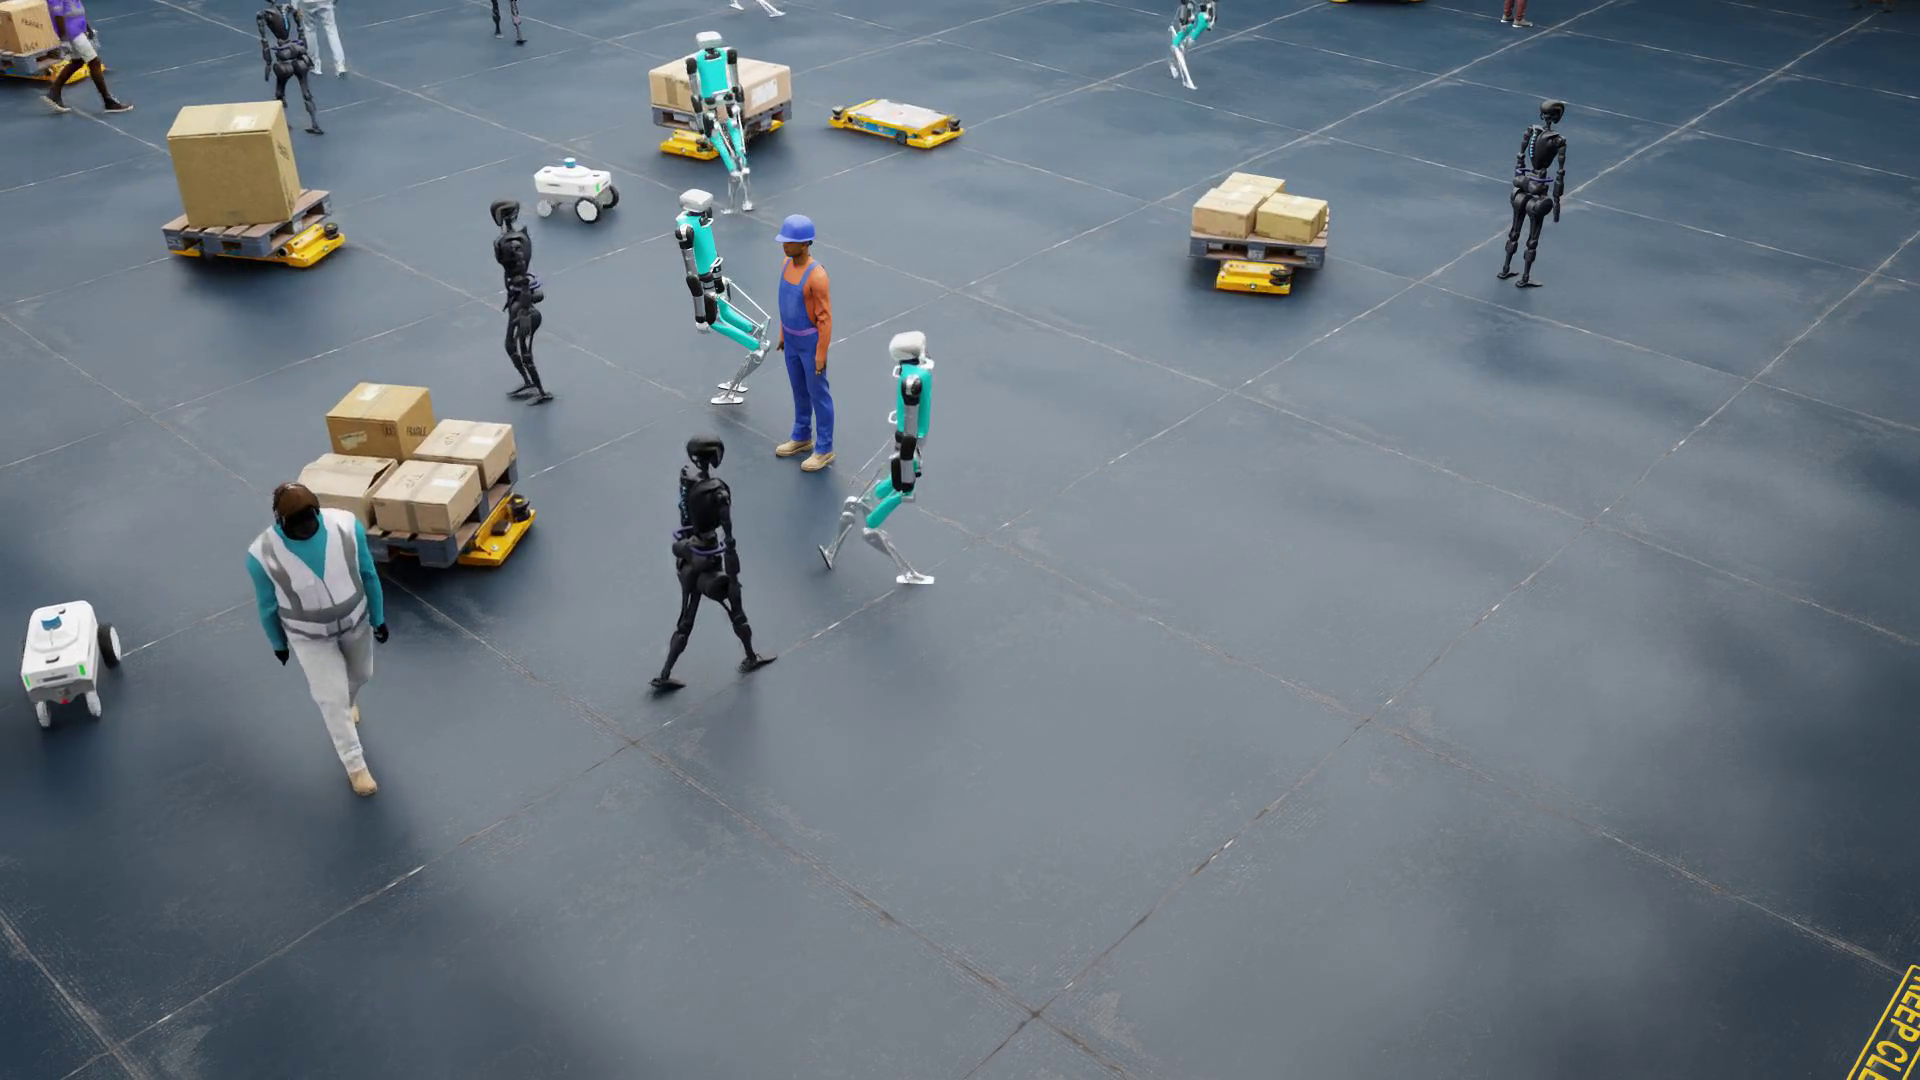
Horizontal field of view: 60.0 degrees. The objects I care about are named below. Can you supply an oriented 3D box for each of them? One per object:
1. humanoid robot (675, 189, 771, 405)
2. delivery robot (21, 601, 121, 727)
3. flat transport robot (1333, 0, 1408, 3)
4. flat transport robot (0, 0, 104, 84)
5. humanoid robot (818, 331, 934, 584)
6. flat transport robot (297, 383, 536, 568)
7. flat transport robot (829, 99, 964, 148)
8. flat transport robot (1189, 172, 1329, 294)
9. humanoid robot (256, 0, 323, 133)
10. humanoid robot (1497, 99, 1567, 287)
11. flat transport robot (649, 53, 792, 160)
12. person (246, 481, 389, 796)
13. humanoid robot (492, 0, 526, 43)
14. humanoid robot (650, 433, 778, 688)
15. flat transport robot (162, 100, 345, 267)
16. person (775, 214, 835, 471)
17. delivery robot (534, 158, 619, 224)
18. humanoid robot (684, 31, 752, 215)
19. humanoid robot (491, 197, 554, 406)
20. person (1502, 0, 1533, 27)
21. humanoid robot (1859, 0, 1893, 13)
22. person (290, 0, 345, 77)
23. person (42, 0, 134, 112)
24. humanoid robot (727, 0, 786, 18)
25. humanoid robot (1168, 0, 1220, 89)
[{"bbox_3d":[-1.718,-1.811,12.552,0.735,1.677,0.533,6,32,9],"label":"humanoid robot"},{"bbox_3d":[-5.271,0.680,9.775,0.499,0.581,0.774,-11,34,-18],"label":"delivery robot"},{"bbox_3d":[5.985,-7.919,23.905,1.431,0.231,0.659,-3,32,-4],"label":"flat transport robot"},{"bbox_3d":[-11.455,-5.900,20.655,1.431,0.231,0.659,10,33,15],"label":"flat transport robot"},{"bbox_3d":[-0.607,-0.478,10.567,0.893,1.797,0.553,3,32,4],"label":"humanoid robot"},{"bbox_3d":[-3.707,-0.090,11.300,1.431,0.231,0.659,5,32,8],"label":"flat transport robot"},{"bbox_3d":[-0.720,-4.701,18.724,1.431,0.231,0.659,21,38,30],"label":"flat transport robot"},{"bbox_3d":[2.761,-2.655,15.430,0.659,0.231,1.431,7,32,10],"label":"flat transport robot"},{"bbox_3d":[-7.475,-5.348,18.441,0.638,1.637,0.610,18,36,27],"label":"humanoid robot"},{"bbox_3d":[5.111,-3.100,14.798,0.315,1.657,0.599,-13,34,-20],"label":"humanoid robot"},{"bbox_3d":[-2.641,-4.563,18.502,0.659,0.231,1.431,17,36,26],"label":"flat transport robot"},{"bbox_3d":[-3.438,0.437,8.988,0.613,1.809,0.828,-23,39,-33],"label":"person"},{"bbox_3d":[-5.972,-7.297,21.611,0.590,1.622,0.785,-16,35,-24],"label":"humanoid robot"},{"bbox_3d":[-1.511,0.133,9.672,0.784,1.639,0.591,-24,39,-33],"label":"humanoid robot"},{"bbox_3d":[-6.647,-2.831,15.712,1.431,0.231,0.659,7,33,11],"label":"flat transport robot"},{"bbox_3d":[-1.112,-1.413,11.876,0.363,1.910,0.515,-24,39,-34],"label":"person"},{"bbox_3d":[-3.817,-3.481,16.483,0.784,0.589,0.499,7,33,11],"label":"delivery robot"},{"bbox_3d":[-2.275,-4.010,16.219,0.562,1.770,0.691,-15,35,-23],"label":"humanoid robot"},{"bbox_3d":[-3.384,-1.810,12.735,0.359,1.656,0.611,-15,35,-22],"label":"humanoid robot"},{"bbox_3d":[7.615,-7.826,22.301,0.381,1.806,0.550,-12,34,-18],"label":"person"},{"bbox_3d":[12.807,-8.123,22.897,0.463,1.645,0.590,-10,33,-16],"label":"humanoid robot"},{"bbox_3d":[-7.861,-6.602,20.245,0.599,1.892,0.735,-17,36,-25],"label":"person"},{"bbox_3d":[-10.178,-5.815,18.942,0.876,1.936,0.605,-12,34,-19],"label":"person"},{"bbox_3d":[-2.920,-7.928,22.583,1.075,1.740,0.548,10,33,15],"label":"humanoid robot"},{"bbox_3d":[2.736,-6.301,19.974,0.554,1.842,0.870,-14,34,-21],"label":"humanoid robot"}]
